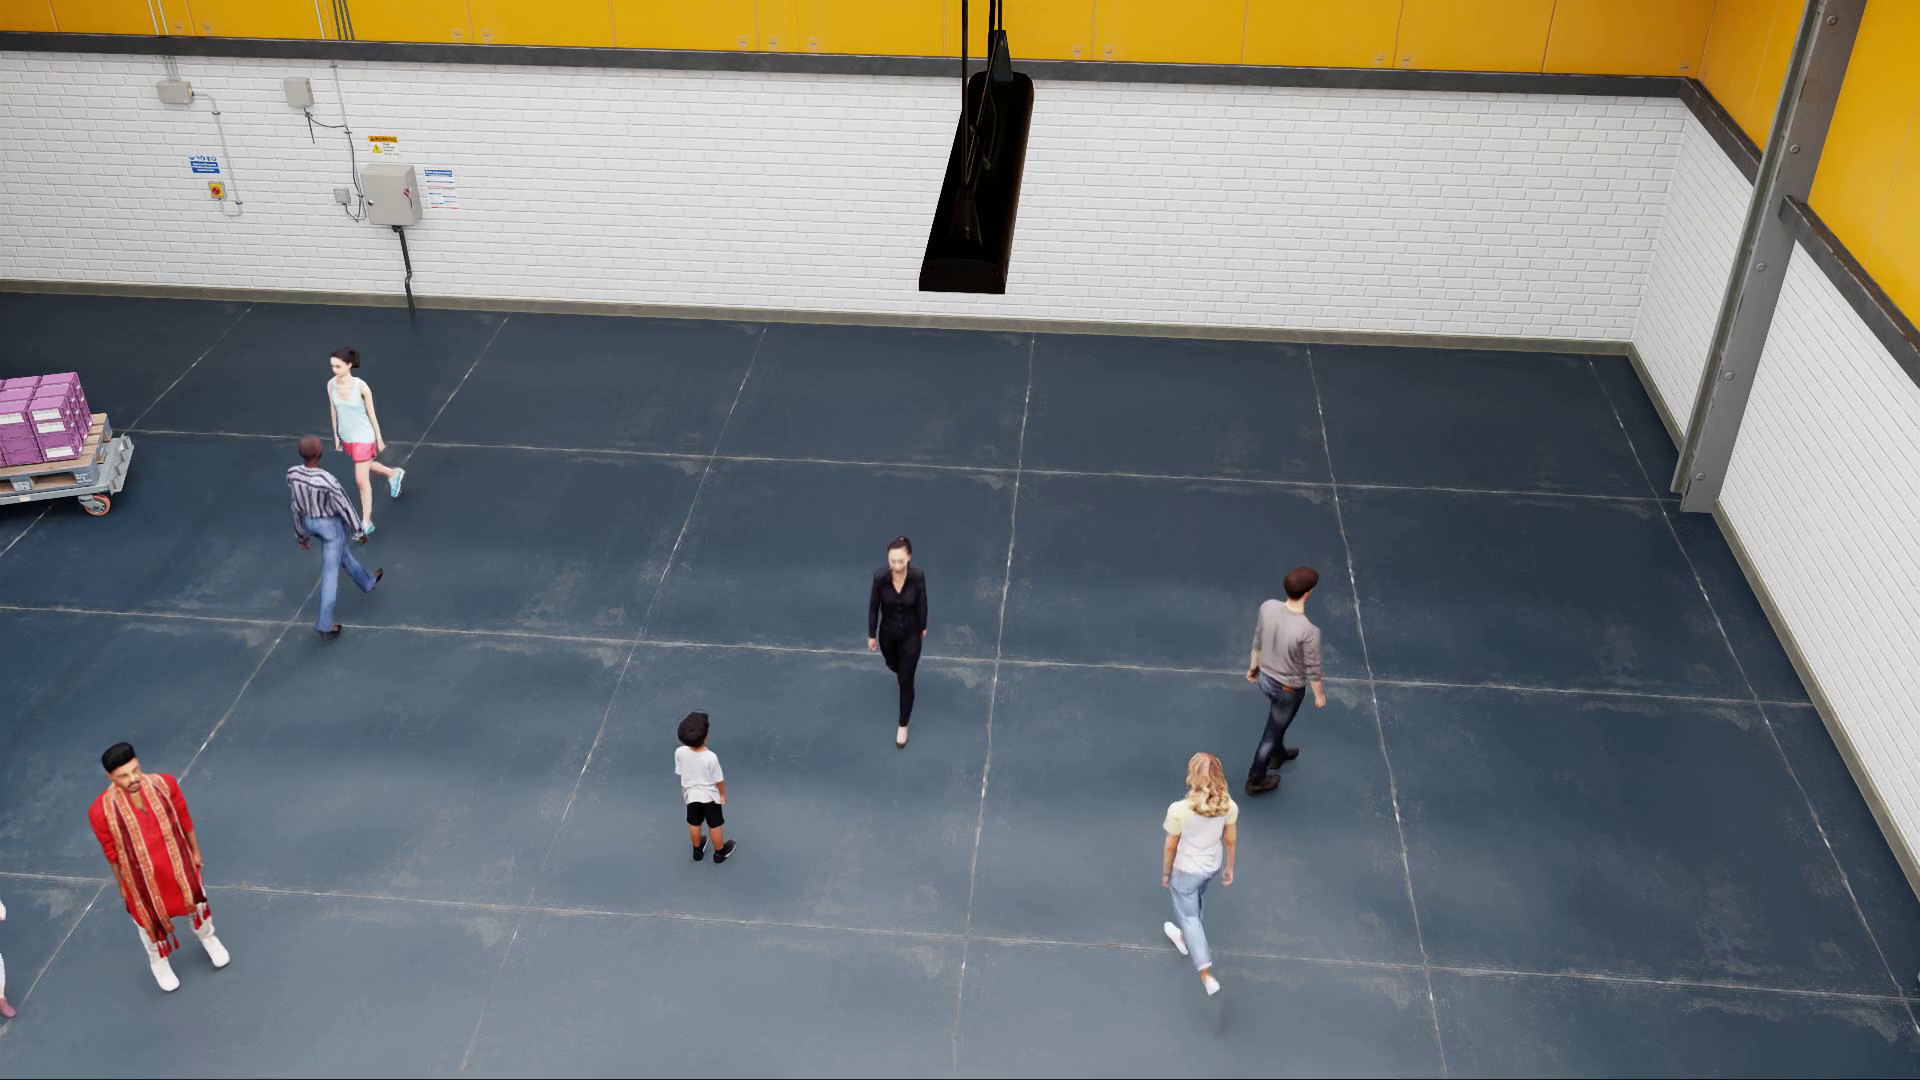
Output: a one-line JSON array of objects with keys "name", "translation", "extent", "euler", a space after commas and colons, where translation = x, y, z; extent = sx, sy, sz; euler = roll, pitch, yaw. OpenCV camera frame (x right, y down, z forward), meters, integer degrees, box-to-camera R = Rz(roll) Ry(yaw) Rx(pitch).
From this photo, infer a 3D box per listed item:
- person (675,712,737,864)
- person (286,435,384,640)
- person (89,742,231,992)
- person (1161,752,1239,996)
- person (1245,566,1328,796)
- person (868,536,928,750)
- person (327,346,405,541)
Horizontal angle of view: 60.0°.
[{"name": "person", "translation": [-1.758, 1.693, 11.326], "extent": [0.520, 1.261, 0.536], "euler": [8, 34, 12]}, {"name": "person", "translation": [-5.148, 0.021, 13.404], "extent": [0.898, 1.744, 1.238], "euler": [12, 36, 18]}, {"name": "person", "translation": [-5.020, 1.983, 10.335], "extent": [0.770, 1.876, 0.822], "euler": [-24, 40, -31]}, {"name": "person", "translation": [1.503, 2.100, 10.317], "extent": [0.891, 1.699, 1.102], "euler": [-9, 35, -13]}, {"name": "person", "translation": [2.202, 1.048, 11.735], "extent": [1.027, 1.881, 0.976], "euler": [-21, 39, -28]}, {"name": "person", "translation": [-0.461, 0.680, 12.475], "extent": [0.623, 1.676, 1.080], "euler": [1, 34, 2]}, {"name": "person", "translation": [-5.318, -0.934, 14.847], "extent": [0.744, 1.738, 1.192], "euler": [9, 35, 14]}]
